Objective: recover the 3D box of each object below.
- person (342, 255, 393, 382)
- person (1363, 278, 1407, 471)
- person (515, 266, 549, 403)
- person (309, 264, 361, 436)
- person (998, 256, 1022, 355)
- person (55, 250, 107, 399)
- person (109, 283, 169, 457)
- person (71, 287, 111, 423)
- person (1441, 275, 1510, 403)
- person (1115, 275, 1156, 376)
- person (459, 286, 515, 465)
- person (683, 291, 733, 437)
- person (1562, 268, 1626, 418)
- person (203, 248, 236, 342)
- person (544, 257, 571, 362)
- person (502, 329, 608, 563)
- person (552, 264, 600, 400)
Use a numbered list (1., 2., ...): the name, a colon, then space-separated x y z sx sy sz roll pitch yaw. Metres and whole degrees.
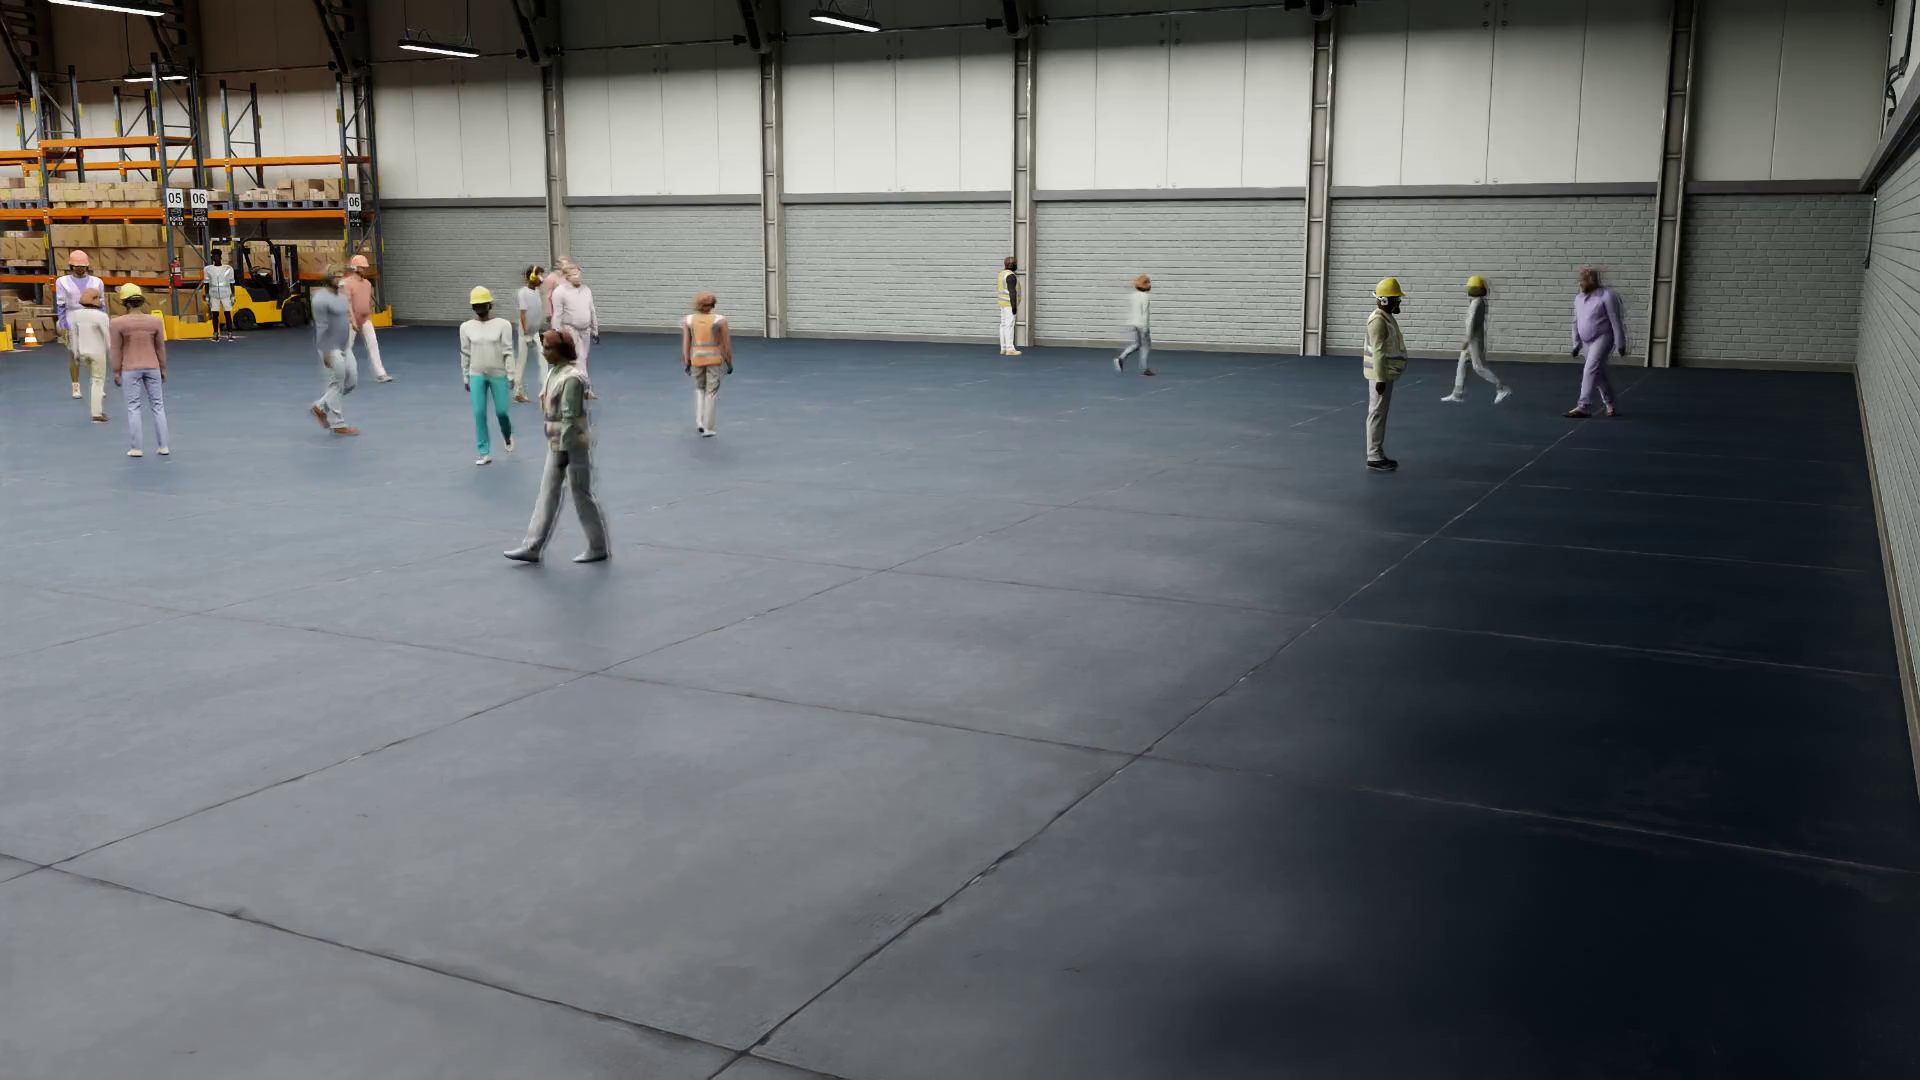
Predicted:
1. person: -9.217 -3.373 25.427 1.016 1.949 0.618 6 12 28
2. person: 4.076 -1.586 15.962 0.403 1.833 0.586 4 11 19
3. person: -5.667 -2.727 22.183 0.855 1.829 0.560 5 11 25
4. person: -7.045 -2.116 18.580 0.544 1.927 0.624 2 11 8
5. person: 0.941 -4.404 31.301 0.430 1.845 0.619 -3 11 -17
6. person: -12.075 -2.962 22.916 0.605 2.034 0.391 -8 13 -37
7. person: -8.349 -1.722 16.915 0.524 1.761 0.329 -10 14 -42
8. person: -10.390 -2.229 20.055 0.520 1.615 0.500 3 11 16
9. person: 6.961 -2.690 22.309 0.823 1.714 0.488 4 11 19
10. person: 2.820 -3.412 26.509 0.614 1.621 0.499 -4 11 -23
11. person: -4.656 -1.635 16.449 0.531 1.746 0.579 -1 10 -3
12. person: -2.803 -1.970 18.618 0.531 1.619 0.502 2 11 12
13. person: 7.881 -2.428 20.548 0.839 1.848 0.664 -3 11 -14
14. person: -15.586 -5.149 35.024 0.613 1.965 0.361 -3 11 -17
15. person: -6.671 -3.883 28.370 0.947 1.862 0.663 9 14 39
16. person: -2.745 -0.622 11.293 0.705 1.602 0.541 -6 12 -30
17. person: -5.330 -2.882 22.978 0.939 1.861 0.666 8 13 36
